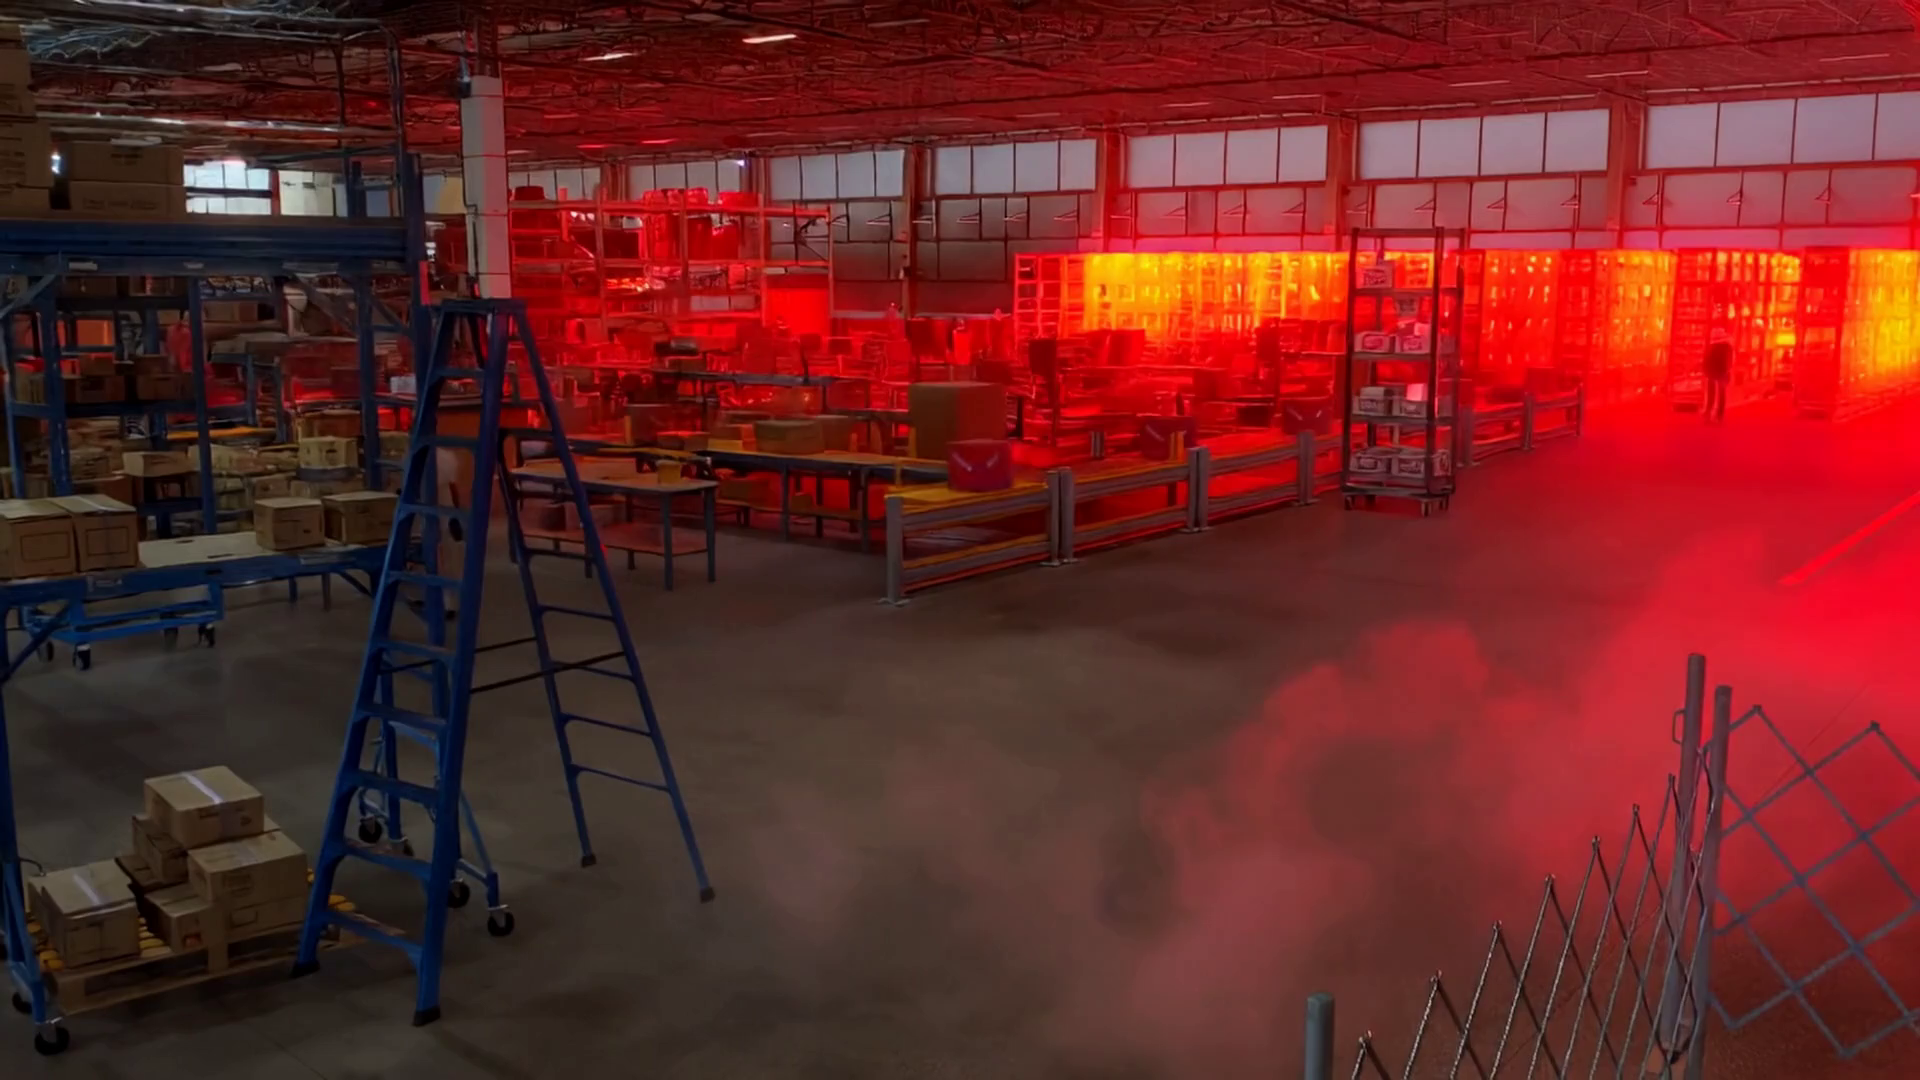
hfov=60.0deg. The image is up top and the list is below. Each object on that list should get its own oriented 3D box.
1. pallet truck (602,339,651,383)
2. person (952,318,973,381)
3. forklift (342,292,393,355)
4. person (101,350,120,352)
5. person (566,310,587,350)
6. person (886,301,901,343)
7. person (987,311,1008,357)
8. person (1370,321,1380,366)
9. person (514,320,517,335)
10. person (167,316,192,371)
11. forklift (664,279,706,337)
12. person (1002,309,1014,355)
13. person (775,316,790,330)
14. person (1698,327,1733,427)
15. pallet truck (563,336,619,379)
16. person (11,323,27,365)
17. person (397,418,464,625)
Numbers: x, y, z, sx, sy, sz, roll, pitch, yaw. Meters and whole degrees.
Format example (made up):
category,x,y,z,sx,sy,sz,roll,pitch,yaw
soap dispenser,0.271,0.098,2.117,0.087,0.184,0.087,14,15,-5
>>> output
category,x,y,z,sx,sy,sz,roll,pitch,yaw
pallet truck,-8.991,-4.871,45.351,0.653,1.274,1.630,7,11,37
person,0.064,-5.089,45.010,0.570,1.845,0.384,3,9,16
forklift,-16.485,-5.622,45.120,1.129,2.768,1.873,7,11,37
person,-31.439,-7.676,61.530,0.543,1.711,0.895,7,11,36
person,-11.511,-5.938,50.060,0.643,1.923,0.589,4,10,21
person,-2.812,-9.213,70.615,0.972,1.884,0.571,9,13,44
person,1.175,-6.232,52.000,0.665,1.887,0.650,-1,9,-5
person,10.471,-4.664,42.400,0.602,1.830,0.404,-4,10,-24
person,-16.097,-7.467,59.666,0.410,1.909,0.643,-4,10,-24
person,-21.220,-5.154,45.277,0.652,1.886,0.647,0,9,2
forklift,-9.894,-7.734,58.298,1.129,2.768,1.873,7,11,37
person,1.785,-7.730,61.851,0.485,1.735,0.343,-2,9,-10
person,-5.254,-5.720,49.158,0.957,1.788,0.597,8,12,43
person,14.954,-3.223,32.906,0.393,1.990,0.623,-5,10,-28
pallet truck,-10.690,-5.294,48.215,1.601,1.201,0.680,-5,10,-26
person,-27.370,-5.500,48.361,0.865,1.590,0.510,5,10,27
person,-4.625,-0.170,14.504,1.015,1.802,0.481,9,13,44
